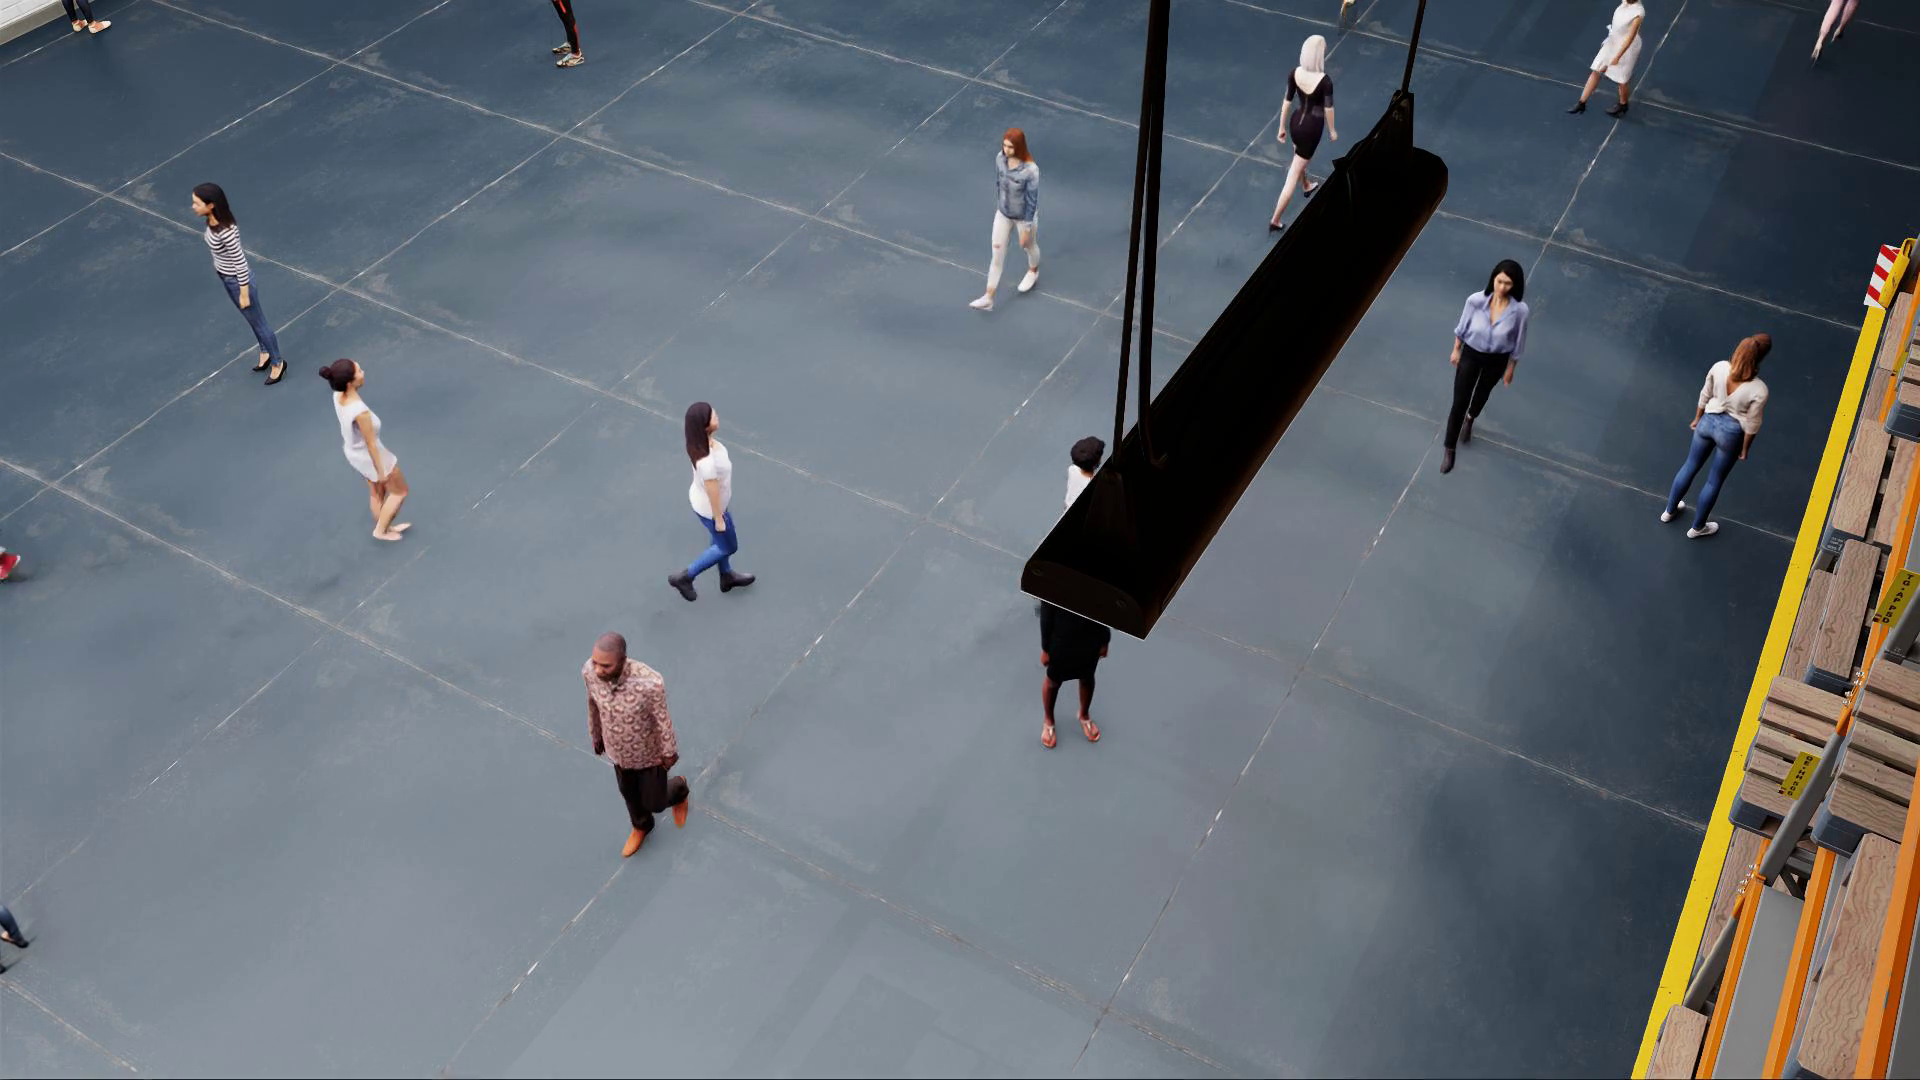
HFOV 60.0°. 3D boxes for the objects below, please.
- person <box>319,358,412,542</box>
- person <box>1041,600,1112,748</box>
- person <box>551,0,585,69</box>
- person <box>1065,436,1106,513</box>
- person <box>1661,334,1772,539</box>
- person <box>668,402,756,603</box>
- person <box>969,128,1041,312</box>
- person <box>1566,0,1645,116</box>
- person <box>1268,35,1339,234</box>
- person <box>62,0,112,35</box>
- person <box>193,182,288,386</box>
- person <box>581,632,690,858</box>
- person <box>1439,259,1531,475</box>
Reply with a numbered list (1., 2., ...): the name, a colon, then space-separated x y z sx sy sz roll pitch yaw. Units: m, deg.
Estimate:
1. person: -4.215 -0.558 11.646 0.634 1.605 0.637 -33 53 -30
2. person: 0.704 0.627 10.318 0.668 1.722 0.695 -5 44 -5
3. person: -4.101 -5.741 16.940 0.745 1.808 0.688 -11 45 -11
4. person: 0.821 -0.172 11.499 0.590 1.250 0.549 -33 53 -30
5. person: 5.377 -0.749 11.764 0.665 1.720 0.687 -26 50 -25
6. person: -1.753 -0.202 11.223 0.967 1.674 0.897 -12 45 -13
7. person: 0.534 -2.734 13.896 0.694 1.652 1.122 27 50 25
8. person: 6.469 -4.775 16.149 0.964 1.501 0.933 0 44 0
9. person: 2.979 -3.511 14.618 0.780 1.781 1.215 33 53 30
10. person: -9.455 -6.186 17.423 0.645 1.785 0.598 12 45 13
11. person: -5.642 -2.013 13.034 0.603 1.797 0.638 -28 50 -26
12. person: -1.859 1.130 9.742 0.771 1.789 0.826 14 45 14
13. person: 3.934 -1.384 12.436 0.786 1.712 1.080 14 45 14
